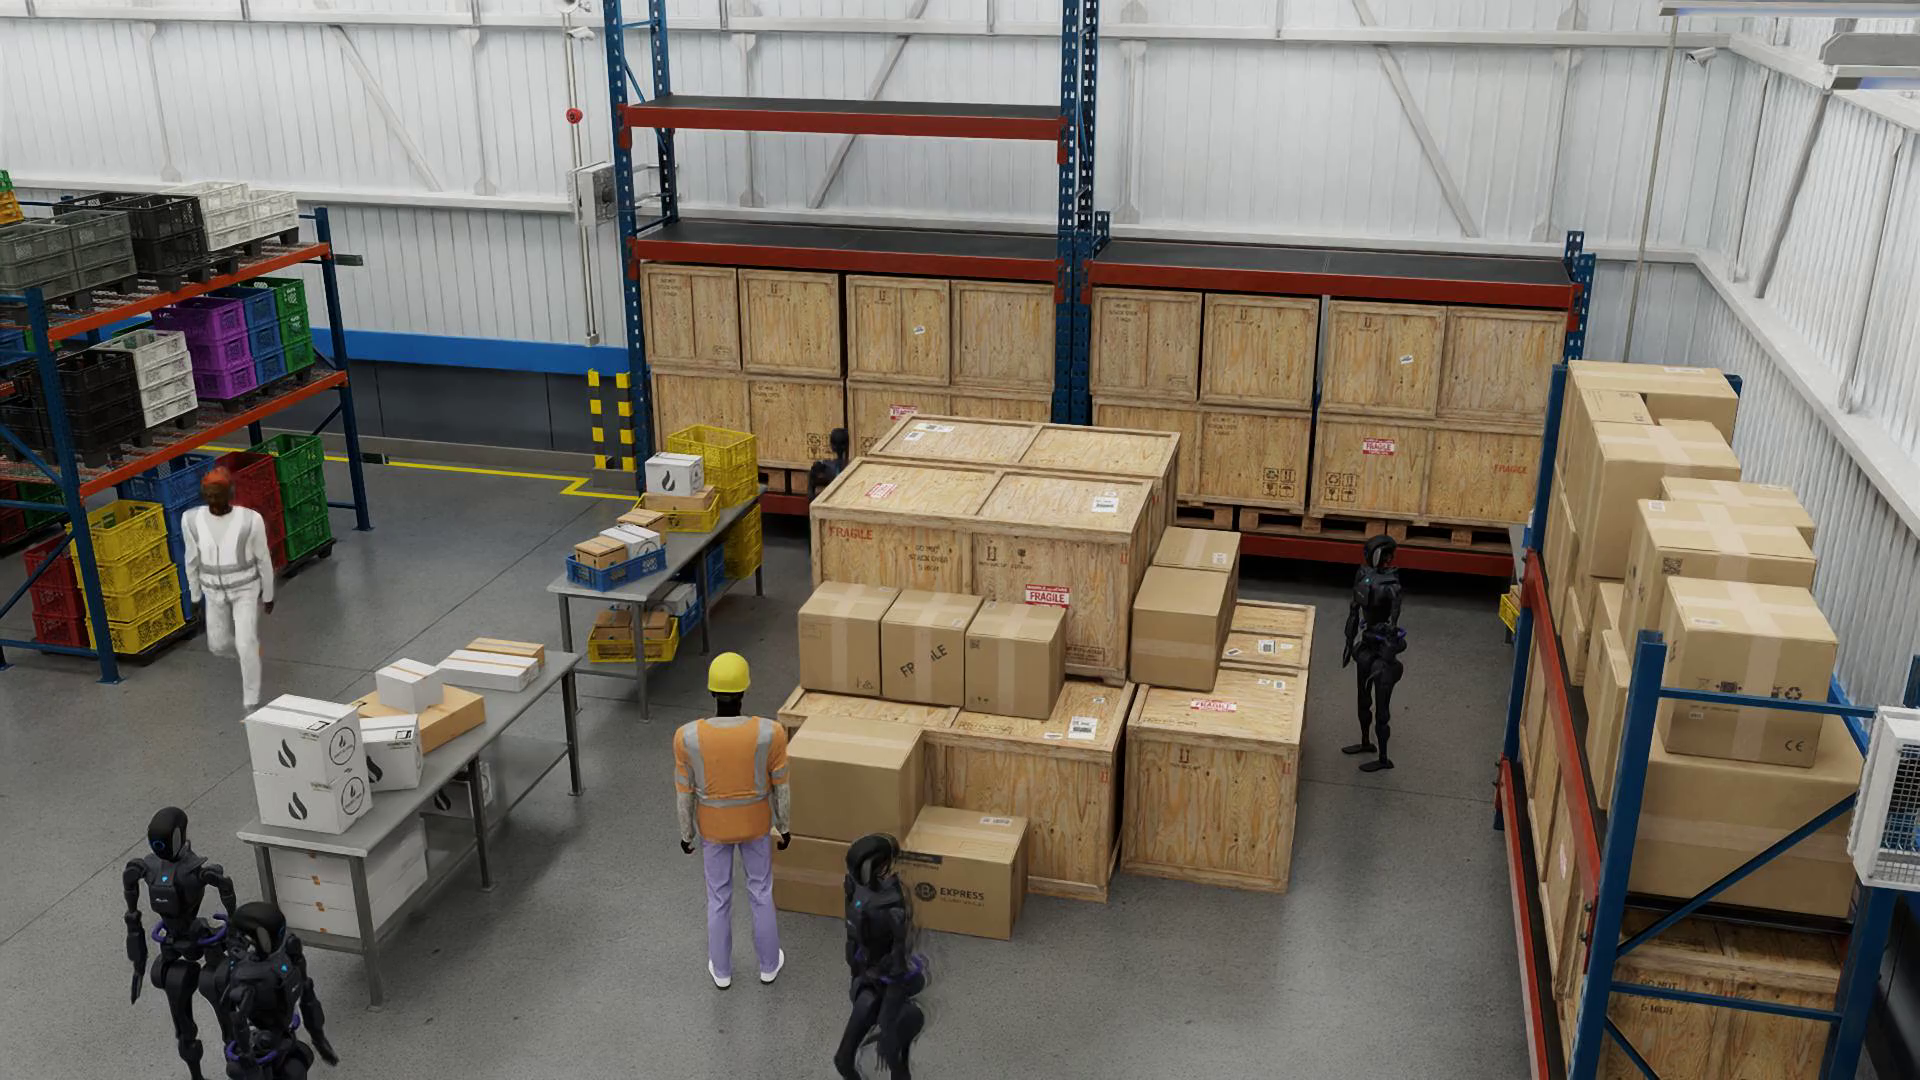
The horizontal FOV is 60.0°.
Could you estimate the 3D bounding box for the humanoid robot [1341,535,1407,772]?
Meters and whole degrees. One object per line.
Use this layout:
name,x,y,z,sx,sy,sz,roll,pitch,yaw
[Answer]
humanoid robot,2.771,0.748,11.115,0.337,1.651,0.569,-7,22,-19

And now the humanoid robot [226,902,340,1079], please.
humanoid robot,-2.920,2.267,7.141,0.350,1.650,0.564,2,21,6

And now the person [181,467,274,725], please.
person,-5.181,0.355,11.880,0.585,1.861,0.648,0,21,-1

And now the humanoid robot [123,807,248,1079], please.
humanoid robot,-3.625,1.997,7.849,0.582,1.658,0.320,2,21,5

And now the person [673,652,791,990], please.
person,-1.194,1.492,8.820,0.593,1.925,0.373,-3,21,-8

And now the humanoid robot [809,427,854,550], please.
humanoid robot,-0.933,-0.108,13.382,0.578,1.639,0.650,3,21,8

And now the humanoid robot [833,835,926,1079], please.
humanoid robot,-0.382,2.096,7.605,0.521,1.642,0.577,-16,26,-36
